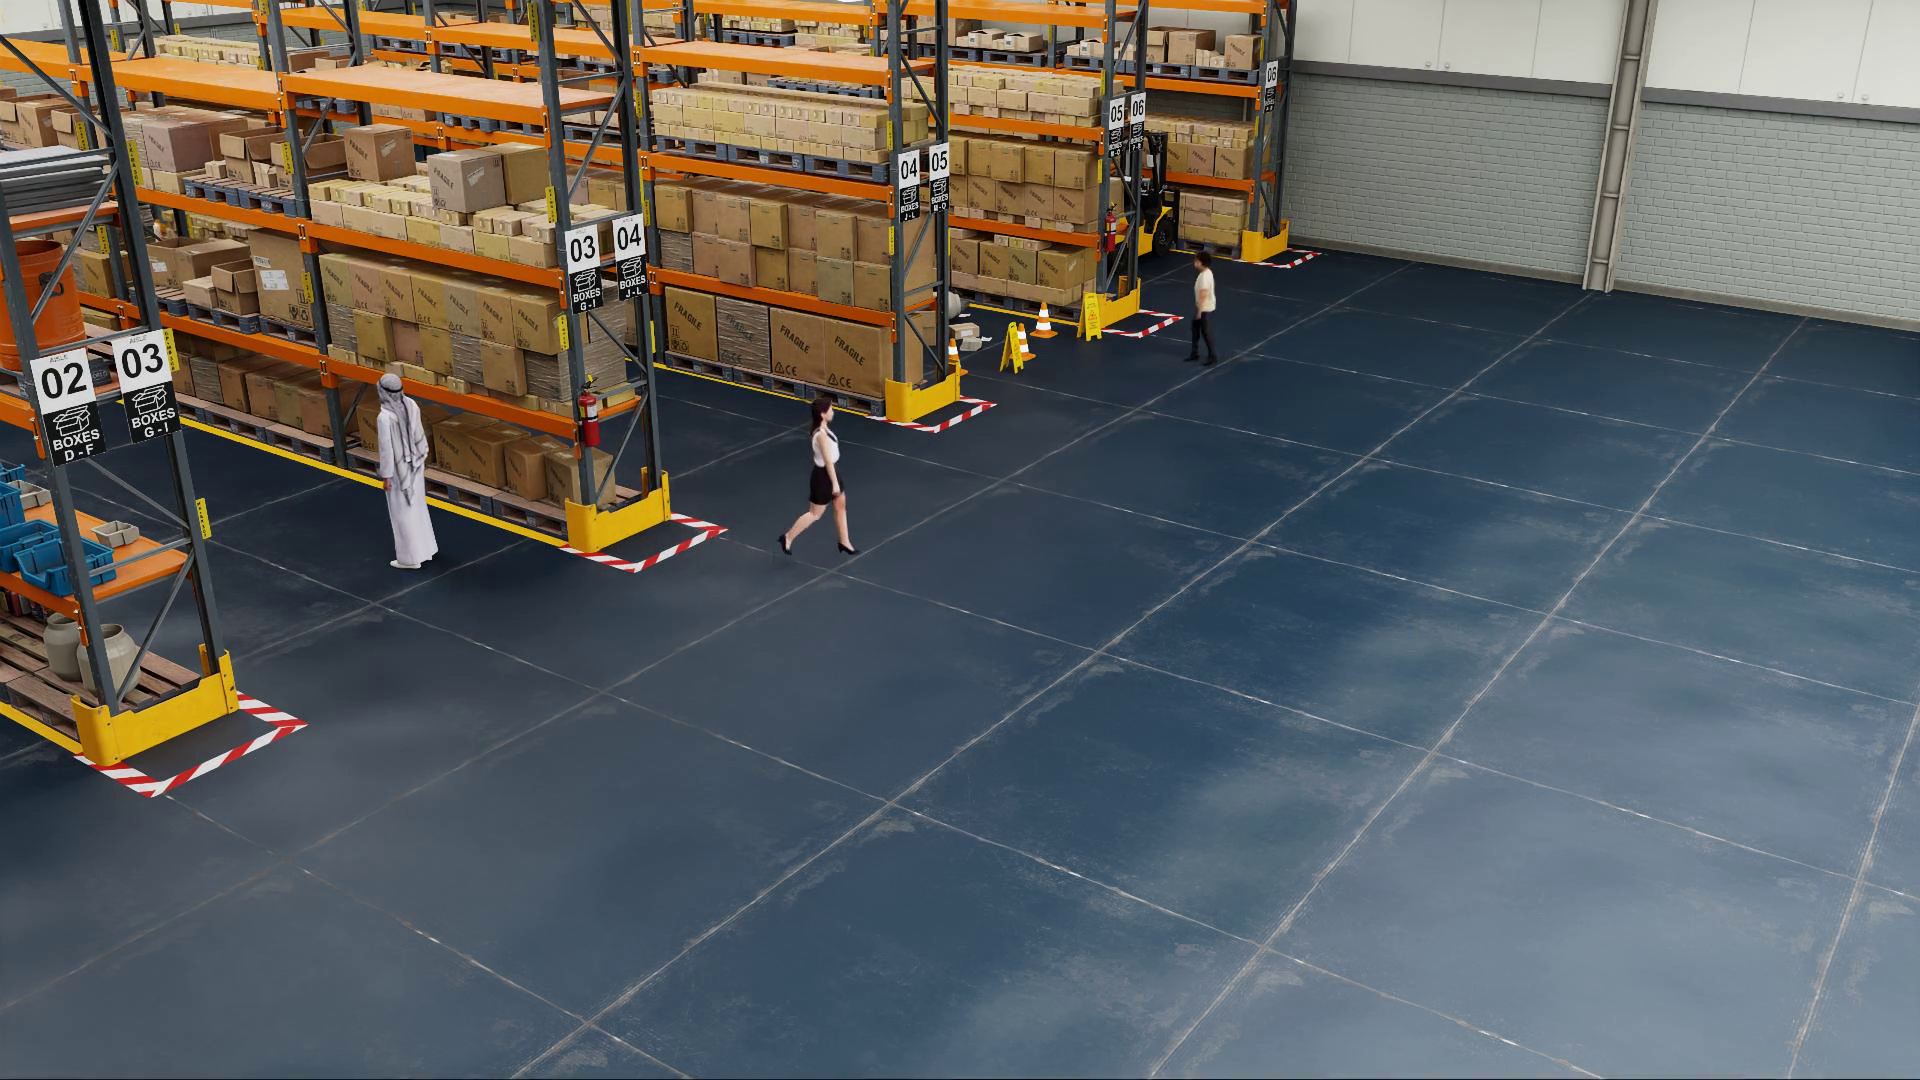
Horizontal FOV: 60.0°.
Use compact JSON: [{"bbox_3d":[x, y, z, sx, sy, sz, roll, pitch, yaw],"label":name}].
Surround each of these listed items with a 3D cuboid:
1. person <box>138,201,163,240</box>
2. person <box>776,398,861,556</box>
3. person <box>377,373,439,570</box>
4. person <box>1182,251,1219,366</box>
[{"bbox_3d":[-11.699,-4.022,24.077,0.792,1.688,1.139,-20,30,-39],"label":"person"},{"bbox_3d":[-1.377,-0.547,15.991,1.077,1.620,0.985,-3,23,-7],"label":"person"},{"bbox_3d":[-5.321,-0.667,15.882,0.720,1.927,0.750,8,24,19],"label":"person"},{"bbox_3d":[3.283,-3.048,21.951,0.837,1.560,0.768,6,24,14],"label":"person"}]
